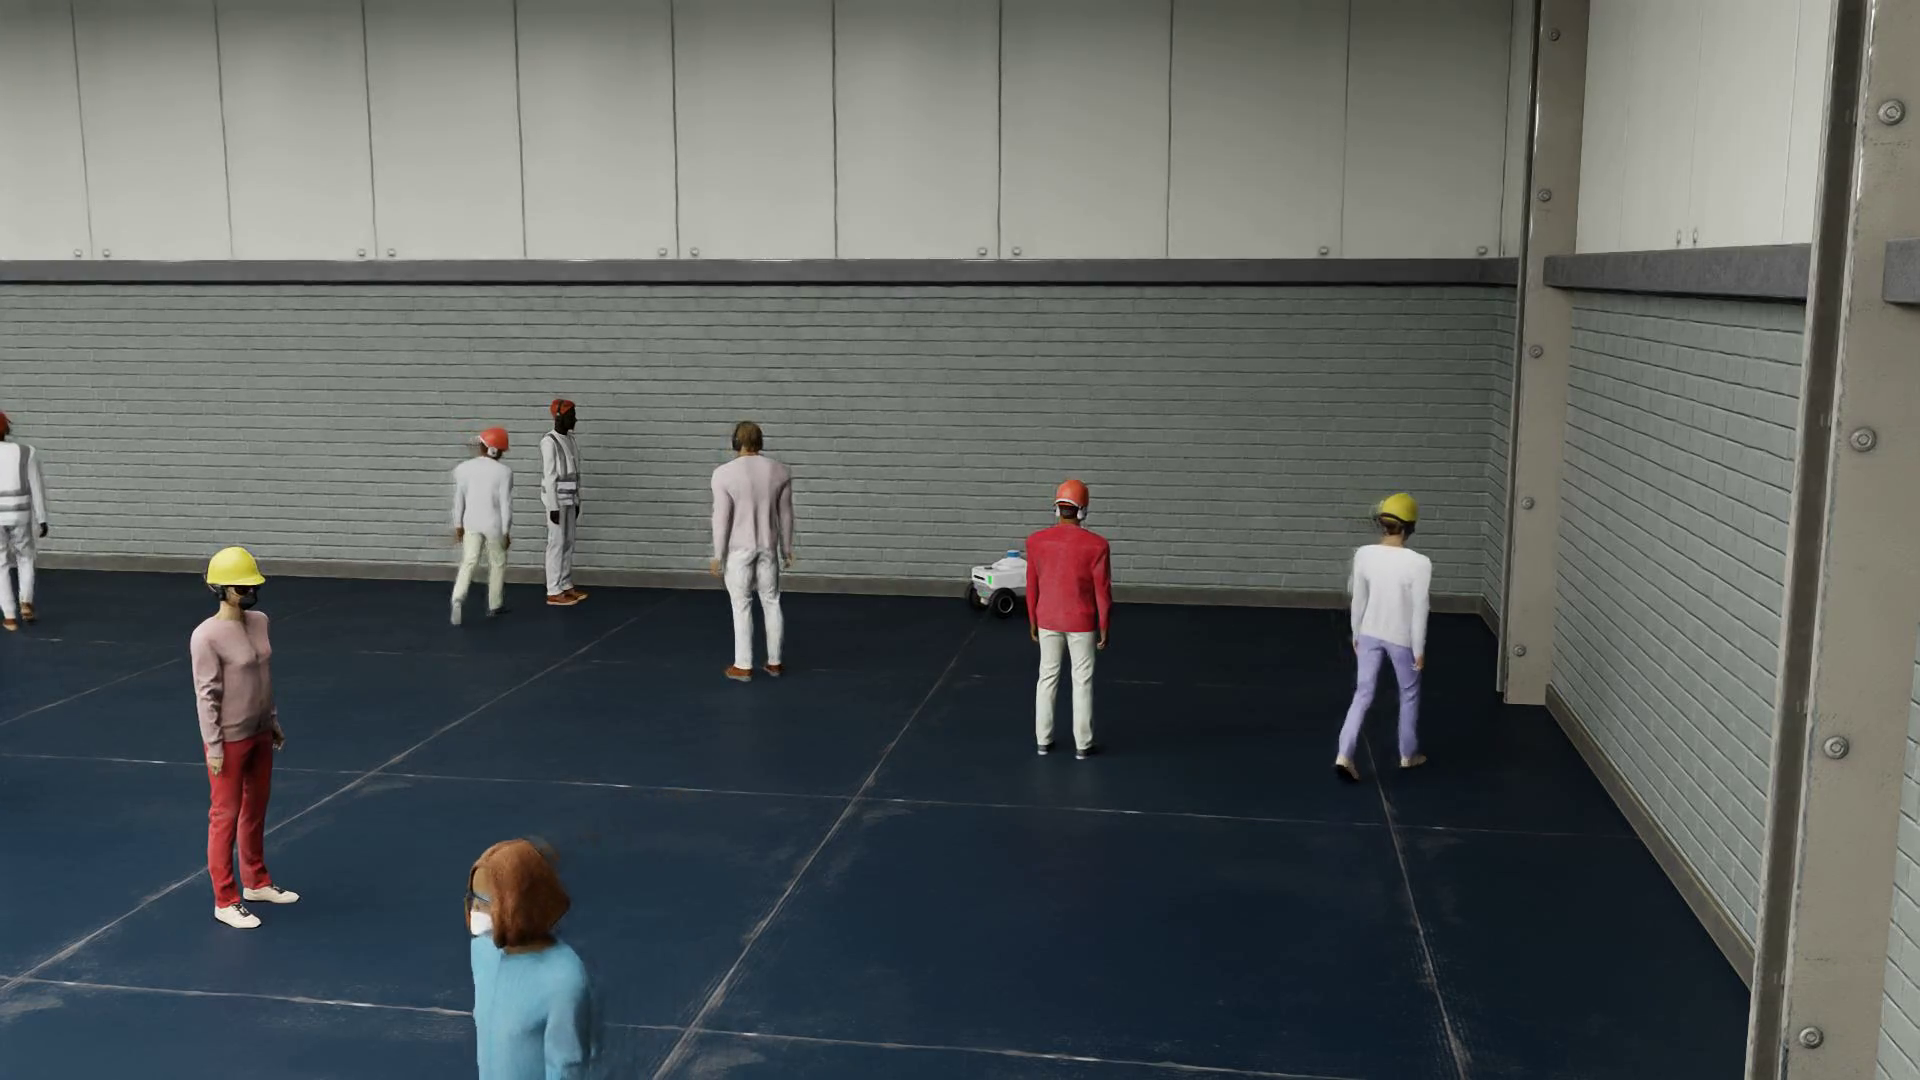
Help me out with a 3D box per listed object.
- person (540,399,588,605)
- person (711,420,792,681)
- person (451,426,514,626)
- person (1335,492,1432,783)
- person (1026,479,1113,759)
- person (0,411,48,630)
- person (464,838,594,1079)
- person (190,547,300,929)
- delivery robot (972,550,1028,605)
[{"bbox_3d":[-3.620,-0.343,15.147,0.351,1.874,0.569,2,9,12],"label":"person"},{"bbox_3d":[-1.540,0.077,12.336,0.636,1.937,0.352,-6,11,-31],"label":"person"},{"bbox_3d":[-4.121,-0.130,14.336,0.580,1.708,0.802,2,9,14],"label":"person"},{"bbox_3d":[2.530,0.575,9.899,0.530,1.729,0.859,8,12,42],"label":"person"},{"bbox_3d":[0.687,0.488,10.396,0.570,1.746,0.346,4,10,23],"label":"person"},{"bbox_3d":[-8.079,-0.171,14.074,0.613,1.870,0.417,-6,11,-35],"label":"person"},{"bbox_3d":[-1.147,1.553,4.287,0.519,1.579,0.842,8,12,40],"label":"person"},{"bbox_3d":[-3.338,0.906,7.755,0.310,1.768,0.533,2,9,10],"label":"person"},{"bbox_3d":[0.469,0.331,14.735,0.707,0.478,0.477,-6,11,-30],"label":"delivery robot"}]
